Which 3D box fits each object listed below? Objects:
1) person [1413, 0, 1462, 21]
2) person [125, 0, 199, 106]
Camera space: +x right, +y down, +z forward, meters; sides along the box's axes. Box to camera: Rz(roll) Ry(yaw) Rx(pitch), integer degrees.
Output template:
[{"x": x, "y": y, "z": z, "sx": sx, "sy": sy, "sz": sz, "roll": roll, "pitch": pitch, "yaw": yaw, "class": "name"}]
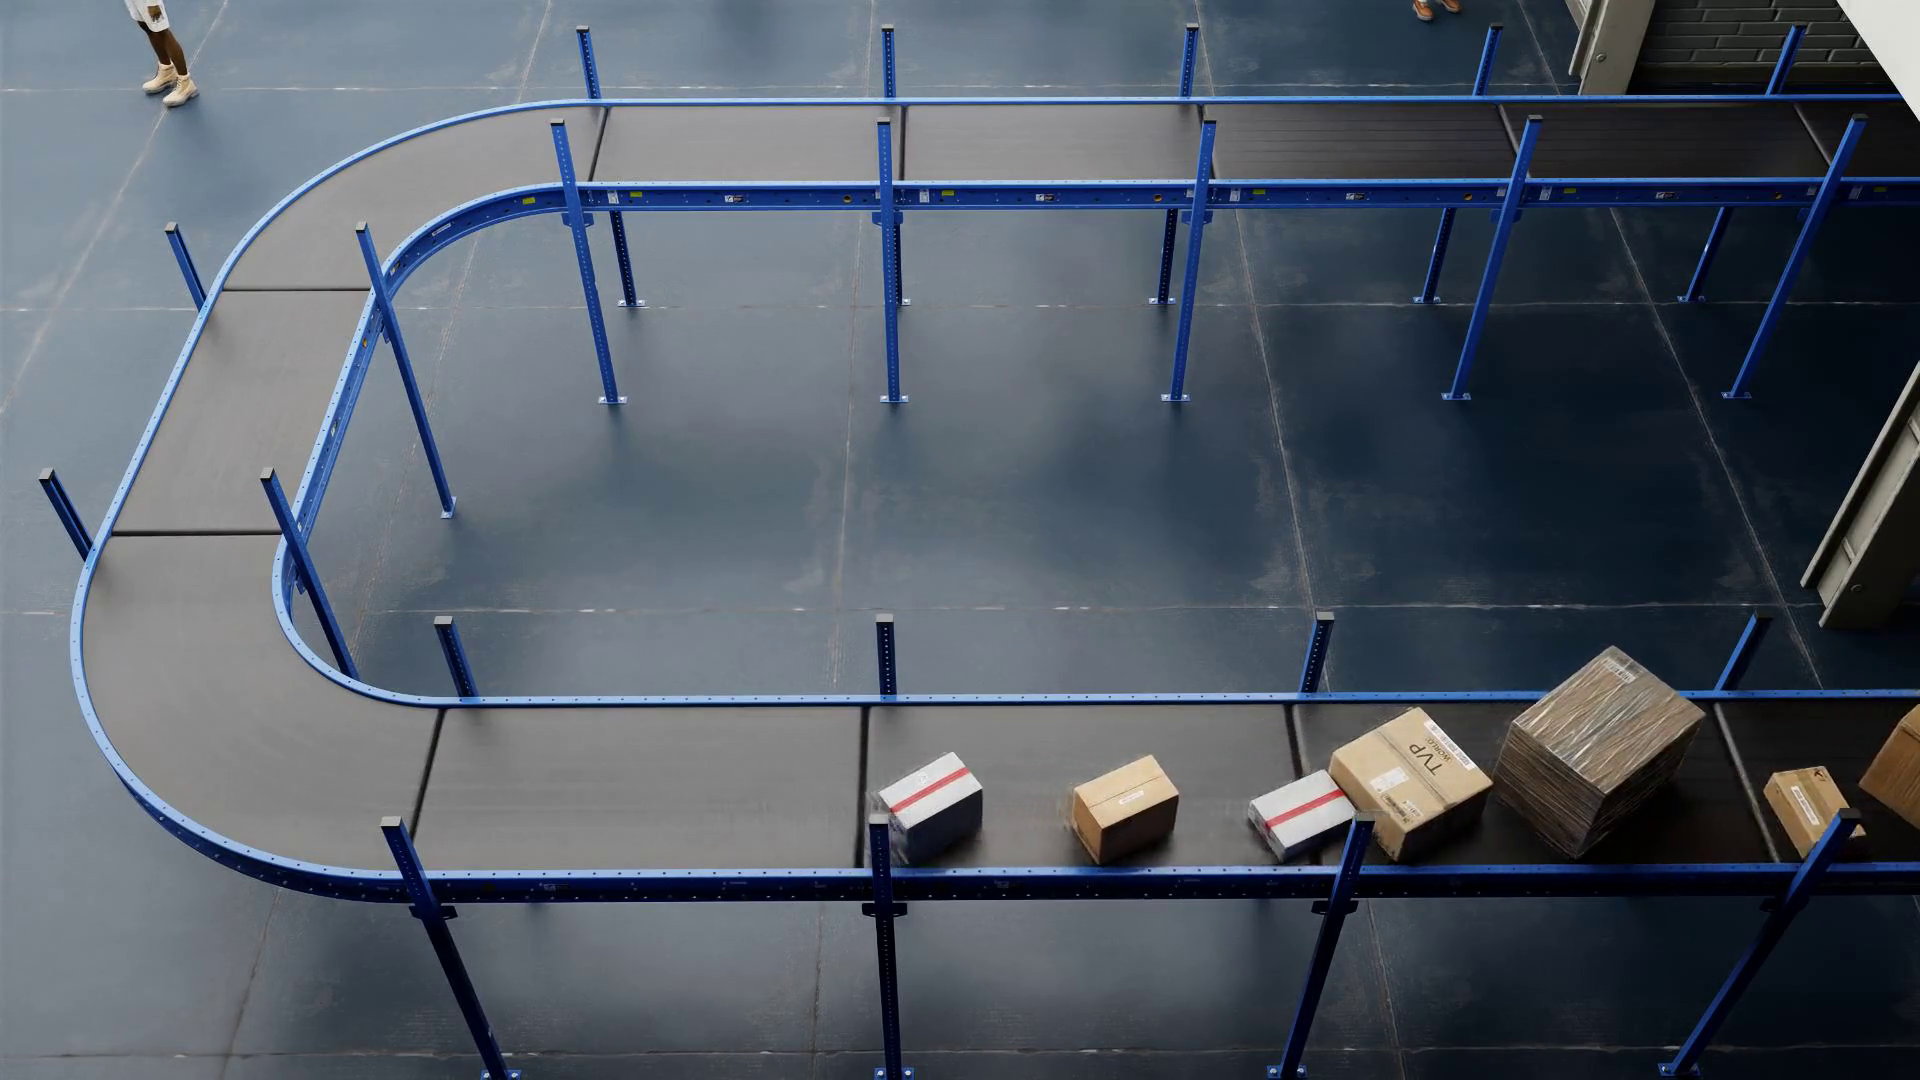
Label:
[{"x": 4.401, "y": -5.554, "z": 15.130, "sx": 0.605, "sy": 1.947, "sz": 0.404, "roll": -19, "pitch": 50, "yaw": -17, "class": "person"}, {"x": -6.800, "y": -4.548, "z": 14.126, "sx": 0.605, "sy": 2.045, "sz": 0.387, "roll": 35, "pitch": 56, "yaw": 28, "class": "person"}]
